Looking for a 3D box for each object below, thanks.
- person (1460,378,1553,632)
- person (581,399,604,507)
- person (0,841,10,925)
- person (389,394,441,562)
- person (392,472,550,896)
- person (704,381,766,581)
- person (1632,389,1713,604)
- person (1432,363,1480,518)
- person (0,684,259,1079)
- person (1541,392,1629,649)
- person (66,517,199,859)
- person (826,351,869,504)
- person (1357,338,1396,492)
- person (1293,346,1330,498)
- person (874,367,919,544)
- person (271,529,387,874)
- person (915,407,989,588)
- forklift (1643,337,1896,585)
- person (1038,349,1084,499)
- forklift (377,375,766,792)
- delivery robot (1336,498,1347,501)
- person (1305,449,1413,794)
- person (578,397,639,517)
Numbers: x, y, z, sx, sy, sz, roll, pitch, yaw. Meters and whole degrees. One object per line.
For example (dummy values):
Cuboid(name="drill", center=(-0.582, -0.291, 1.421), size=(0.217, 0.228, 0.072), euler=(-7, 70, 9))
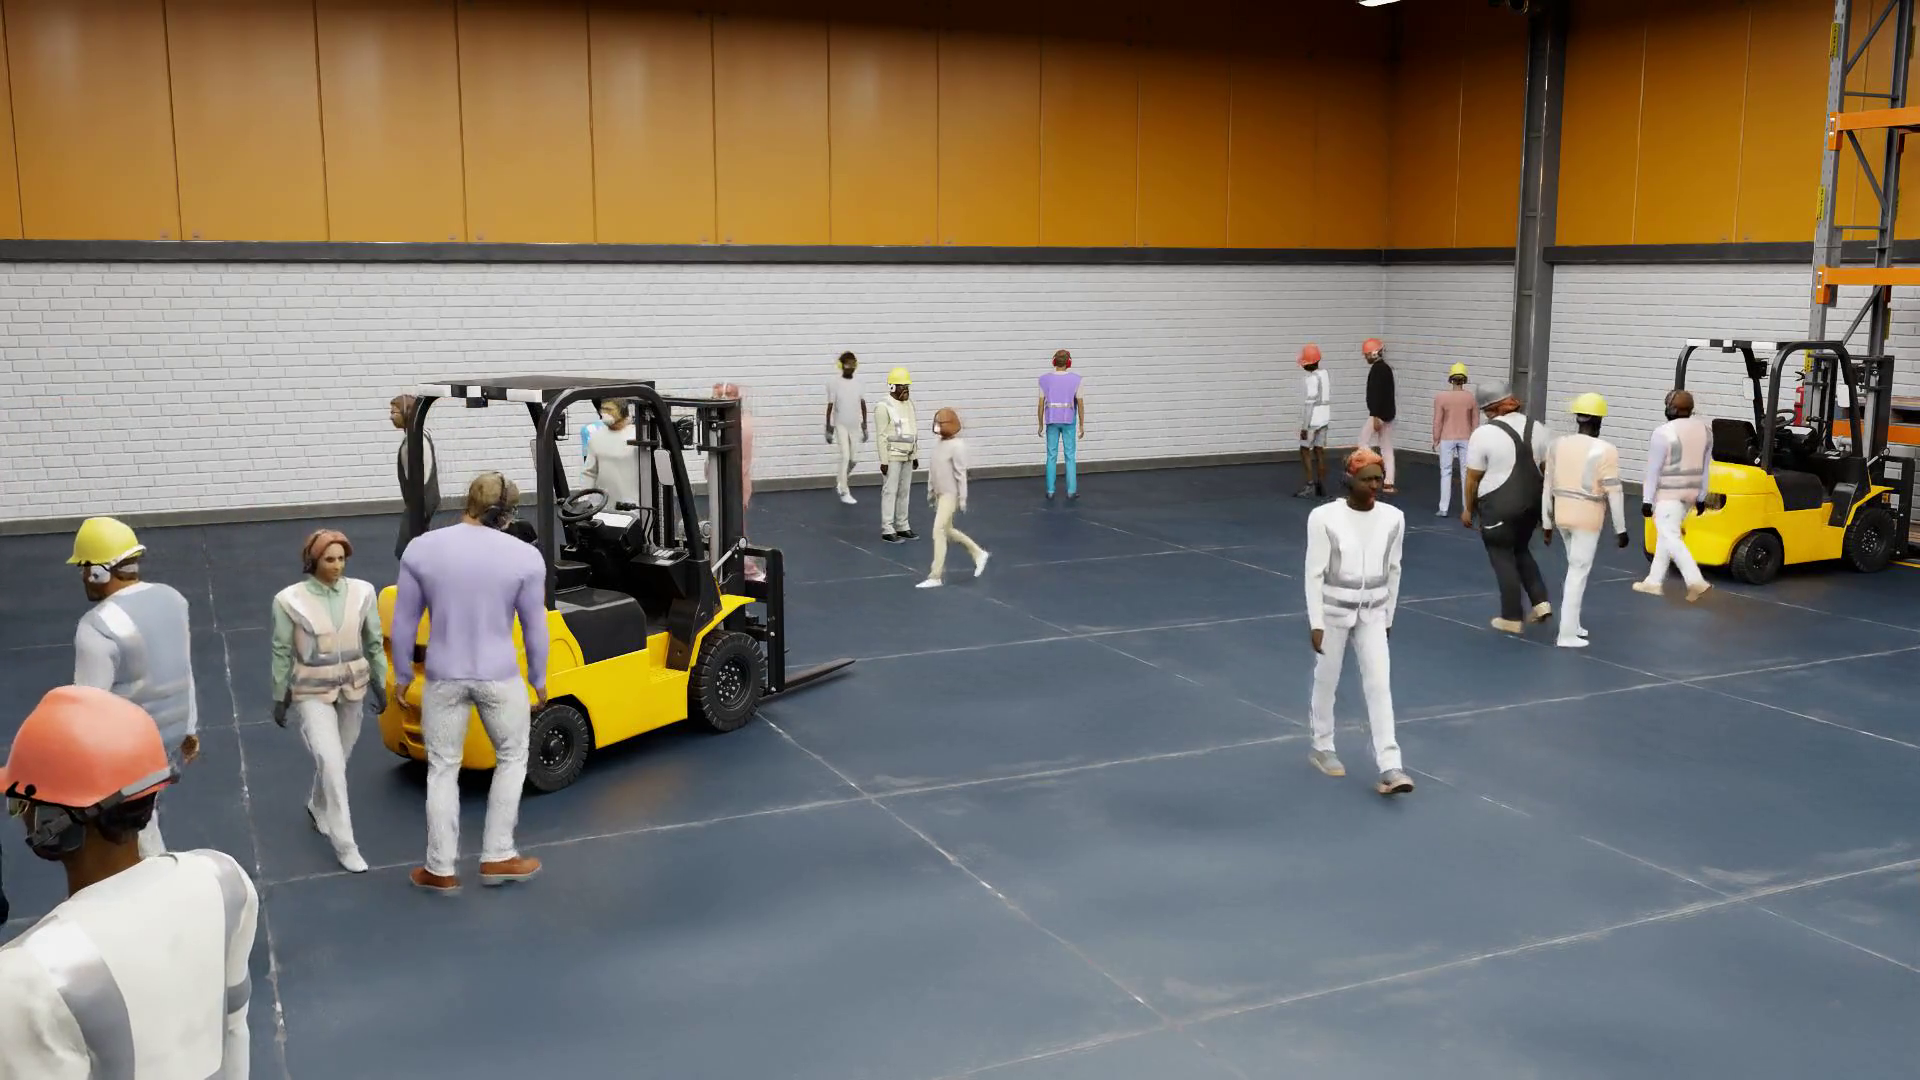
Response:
Cuboid(name="person", center=(4.218, -0.295, 12.912), size=(0.744, 2.000, 0.541), euler=(-4, 10, -23))
Cuboid(name="person", center=(-3.314, -0.566, 15.672), size=(0.534, 1.692, 0.322), euler=(-7, 11, -36))
Cuboid(name="person", center=(-3.209, 1.120, 4.944), size=(0.622, 1.791, 1.004), euler=(-2, 9, -10))
Cuboid(name="person", center=(-4.351, -0.264, 13.396), size=(0.443, 1.831, 0.518), euler=(-2, 9, -11))
Cuboid(name="person", center=(-2.204, 0.649, 7.516), size=(0.691, 1.900, 0.409), euler=(-1, 9, -9))
Cuboid(name="person", center=(-1.928, -0.383, 13.932), size=(0.457, 1.886, 0.660), euler=(0, 9, -2))
Cuboid(name="person", center=(6.100, -0.372, 14.115), size=(0.632, 1.816, 0.869), euler=(-4, 10, -23))
Cuboid(name="person", center=(5.632, -1.126, 18.920), size=(0.526, 1.768, 0.330), euler=(1, 9, 6))
Cuboid(name="person", center=(-1.585, 1.274, 3.163), size=(0.365, 2.048, 0.608), euler=(2, 9, 13))
Cuboid(name="person", center=(4.691, -0.142, 12.401), size=(0.654, 1.909, 0.596), euler=(-5, 10, -28))
Cuboid(name="person", center=(-3.398, 0.804, 6.773), size=(0.477, 1.814, 0.614), euler=(1, 9, 8))
Cuboid(name="person", center=(-1.398, -1.387, 20.264), size=(0.541, 1.854, 0.634), euler=(-5, 10, -28))
Cuboid(name="person", center=(5.282, -1.581, 21.175), size=(0.695, 1.944, 0.630), euler=(6, 11, 35))
Cuboid(name="person", center=(4.401, -1.454, 20.619), size=(0.338, 1.894, 0.580), euler=(7, 11, 36))
Cuboid(name="person", center=(-0.633, -0.877, 17.201), size=(0.403, 1.828, 0.588), euler=(6, 11, 33))
Cuboid(name="person", center=(-3.039, 0.721, 7.997), size=(0.522, 1.597, 0.845), euler=(-9, 13, -44))
Cuboid(name="person", center=(-0.067, -0.393, 14.857), size=(0.737, 1.613, 0.503), euler=(-5, 10, -26))
Cuboid(name="forklift", center=(7.551, -0.789, 15.507), size=(2.313, 2.155, 1.214), euler=(-4, 10, -25))
Cuboid(name="person", center=(1.243, -1.421, 20.501), size=(0.571, 1.843, 0.373), euler=(2, 9, 9))
Cuboid(name="forklift", center=(-2.268, 0.149, 9.685), size=(1.214, 2.155, 2.313), euler=(6, 11, 32))
Cuboid(name="delivery robot", center=(3.765, -0.171, 16.453), size=(0.477, 0.478, 0.707), euler=(2, 10, 14))
Cuboid(name="person", center=(2.139, 0.443, 8.942), size=(0.589, 1.835, 0.949), euler=(-1, 9, -8))
Cuboid(name="person", center=(-2.702, -0.209, 12.817), size=(0.636, 1.895, 0.964), euler=(7, 11, 37))
